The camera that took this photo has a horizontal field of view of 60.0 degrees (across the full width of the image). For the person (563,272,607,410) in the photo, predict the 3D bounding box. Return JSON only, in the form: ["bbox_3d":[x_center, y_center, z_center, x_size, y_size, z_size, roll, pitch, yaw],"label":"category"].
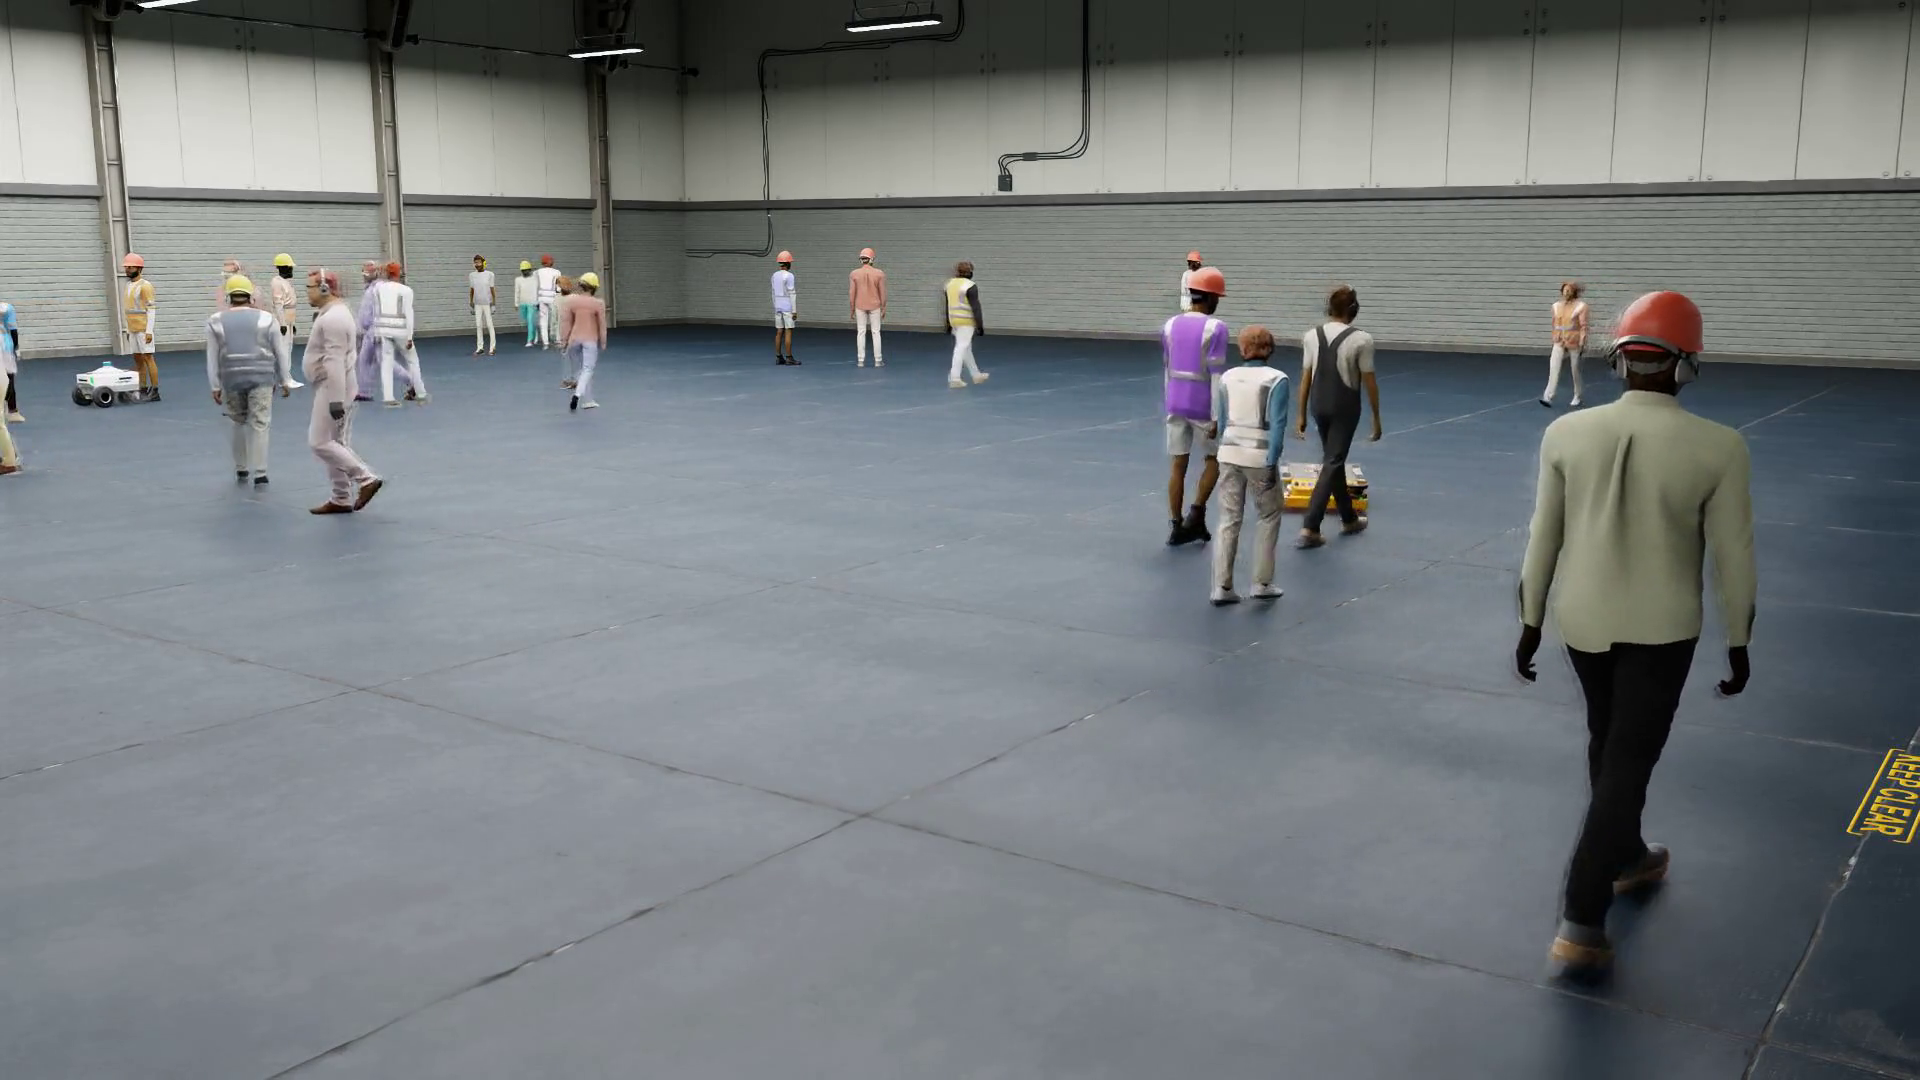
[{"bbox_3d":[-4.691,-2.463,20.666,0.561,1.729,0.768,3,11,17],"label":"person"}]

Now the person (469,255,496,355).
[{"bbox_3d":[-8.916,-4.387,31.077,0.512,1.861,0.314,1,10,5],"label":"person"}]

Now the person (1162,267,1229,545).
[{"bbox_3d":[1.613,-0.910,11.458,0.569,1.916,0.434,8,13,37],"label":"person"}]

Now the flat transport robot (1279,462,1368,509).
[{"bbox_3d":[2.931,-0.457,13.504,0.652,0.197,1.431,2,10,9],"label":"flat transport robot"}]

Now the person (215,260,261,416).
[{"bbox_3d":[-8.769,-2.481,20.338,0.649,1.878,0.779,6,12,30],"label":"person"}]

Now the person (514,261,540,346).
[{"bbox_3d":[-8.765,-4.818,33.868,0.530,1.738,0.783,2,10,12],"label":"person"}]

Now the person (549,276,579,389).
[{"bbox_3d":[-5.651,-2.941,23.639,0.536,1.609,0.623,8,13,37],"label":"person"}]

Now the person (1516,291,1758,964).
[{"bbox_3d":[1.999,0.239,4.947,0.645,1.944,1.039,10,14,44],"label":"person"}]

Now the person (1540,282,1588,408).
[{"bbox_3d":[7.700,-2.469,21.073,0.913,1.585,0.530,-10,14,-43],"label":"person"}]

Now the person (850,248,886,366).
[{"bbox_3d":[-1.554,-3.922,28.103,0.610,1.989,0.391,0,10,2],"label":"person"}]

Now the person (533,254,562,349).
[{"bbox_3d":[-8.083,-4.700,32.836,0.609,1.850,0.861,1,10,4],"label":"person"}]

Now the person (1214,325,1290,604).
[{"bbox_3d":[1.652,-0.429,9.590,0.531,1.605,0.560,9,14,43],"label":"person"}]

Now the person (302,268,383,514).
[{"bbox_3d":[-4.773,-1.120,12.680,0.468,1.887,0.664,-4,11,-19],"label":"person"}]

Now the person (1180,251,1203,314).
[{"bbox_3d":[4.029,-4.043,28.939,0.376,1.933,0.544,-1,10,-6],"label":"person"}]

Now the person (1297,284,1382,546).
[{"bbox_3d":[2.626,-0.870,11.554,0.533,1.799,0.980,9,14,42],"label":"person"}]

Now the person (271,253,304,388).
[{"bbox_3d":[-9.699,-3.151,23.951,0.370,1.929,0.585,-2,10,-10],"label":"person"}]

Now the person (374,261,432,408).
[{"bbox_3d":[-7.127,-2.623,21.241,0.565,1.845,0.885,2,10,13],"label":"person"}]

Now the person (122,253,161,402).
[{"bbox_3d":[-10.785,-2.780,21.835,0.551,1.942,0.340,7,12,33],"label":"person"}]

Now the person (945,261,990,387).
[{"bbox_3d":[0.168,-3.128,24.151,0.880,1.807,0.655,-7,12,-34],"label":"person"}]

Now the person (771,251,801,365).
[{"bbox_3d":[-2.969,-3.948,28.377,0.549,1.942,0.347,10,14,44],"label":"person"}]

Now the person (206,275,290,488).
[{"bbox_3d":[-6.099,-1.365,14.318,0.616,1.802,0.782,-2,10,-12],"label":"person"}]

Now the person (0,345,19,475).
[{"bbox_3d":[-8.635,-1.364,14.787,0.373,1.611,0.517,-7,12,-33],"label":"person"}]

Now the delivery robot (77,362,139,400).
[{"bbox_3d":[-10.912,-2.040,21.316,0.477,0.478,0.707,5,12,28],"label":"delivery robot"}]

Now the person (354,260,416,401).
[{"bbox_3d":[-7.611,-2.744,21.876,0.892,1.864,0.653,-5,11,-26],"label":"person"}]

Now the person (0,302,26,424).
[{"bbox_3d":[-11.105,-2.177,19.147,0.541,1.695,0.316,-2,10,-10],"label":"person"}]
